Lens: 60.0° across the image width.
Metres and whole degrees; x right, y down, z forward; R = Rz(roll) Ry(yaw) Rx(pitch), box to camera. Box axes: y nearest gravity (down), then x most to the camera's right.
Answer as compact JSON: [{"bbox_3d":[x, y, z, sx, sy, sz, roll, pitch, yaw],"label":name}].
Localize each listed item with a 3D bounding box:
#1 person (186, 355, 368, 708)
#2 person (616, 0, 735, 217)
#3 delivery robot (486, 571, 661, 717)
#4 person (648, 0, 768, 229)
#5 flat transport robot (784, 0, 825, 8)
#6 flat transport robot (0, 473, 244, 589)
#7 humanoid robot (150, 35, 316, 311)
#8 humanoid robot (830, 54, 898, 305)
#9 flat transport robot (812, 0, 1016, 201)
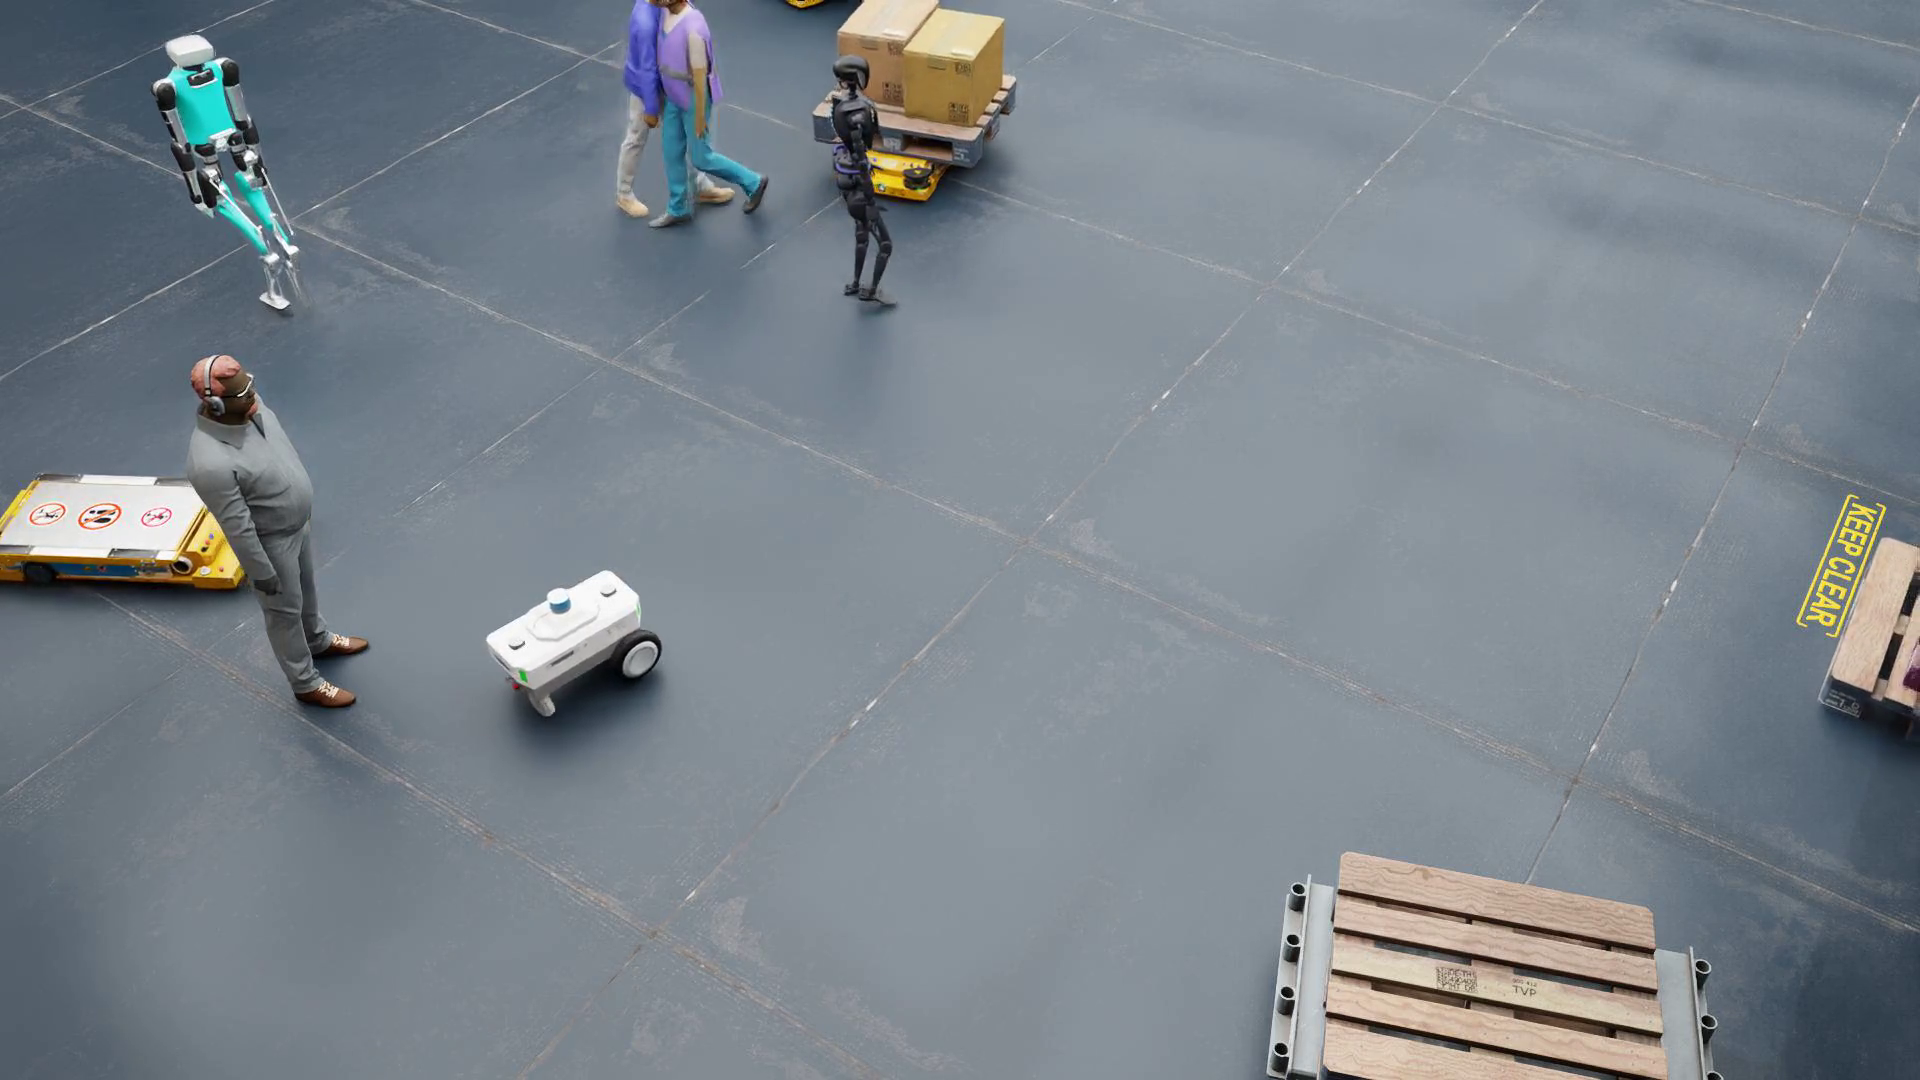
[{"bbox_3d":[-3.122,-0.044,7.601,0.414,1.908,0.641,-3,42,-3],"label":"person"},{"bbox_3d":[-2.005,-2.977,10.968,0.819,1.814,0.489,4,42,4],"label":"person"},{"bbox_3d":[-1.873,0.468,8.055,0.785,0.614,0.523,-32,51,-31],"label":"delivery robot"},{"bbox_3d":[-1.728,-2.887,10.845,0.755,1.825,0.569,-21,46,-22],"label":"person"},{"bbox_3d":[-1.052,-4.960,14.330,0.659,0.231,1.431,34,52,32],"label":"flat transport robot"},{"bbox_3d":[-4.448,-0.048,8.833,1.431,0.231,0.659,2,42,2],"label":"flat transport robot"},{"bbox_3d":[-4.287,-2.060,10.065,0.714,1.902,0.548,27,48,27],"label":"humanoid robot"},{"bbox_3d":[-0.609,-2.215,10.200,0.341,1.654,0.601,-6,42,-7],"label":"humanoid robot"},{"bbox_3d":[-0.317,-2.918,12.045,0.659,0.231,1.431,13,43,14],"label":"flat transport robot"}]
